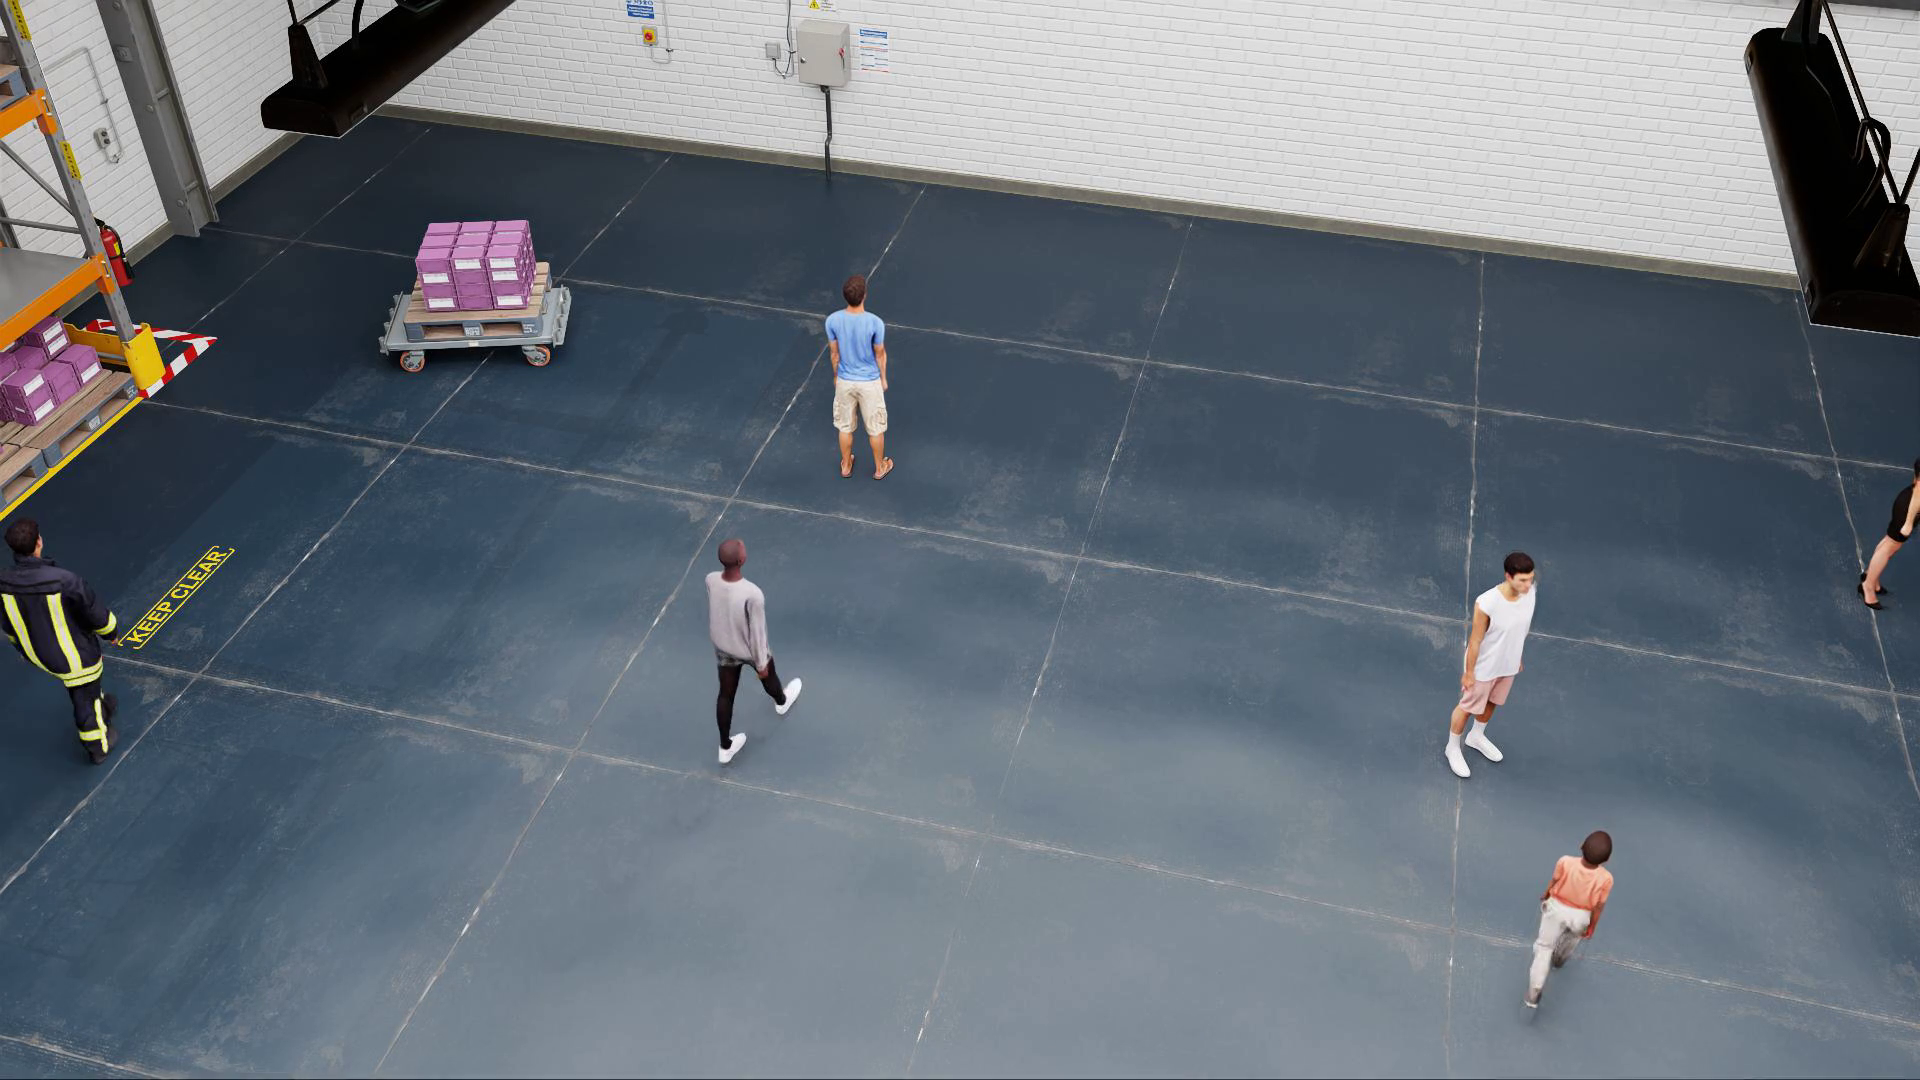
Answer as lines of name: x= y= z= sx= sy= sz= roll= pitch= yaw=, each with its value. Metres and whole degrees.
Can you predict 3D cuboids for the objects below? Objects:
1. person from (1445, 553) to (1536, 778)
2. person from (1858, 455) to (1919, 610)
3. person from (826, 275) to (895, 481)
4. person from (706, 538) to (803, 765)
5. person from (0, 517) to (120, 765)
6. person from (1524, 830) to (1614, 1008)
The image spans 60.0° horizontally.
person: x=3.518 y=0.782 z=10.994 sx=0.727 sy=1.789 sz=0.781 roll=-19 pitch=42 yaw=-22
person: x=7.051 y=-0.219 z=12.361 sx=0.696 sy=1.647 sz=0.553 roll=25 pitch=45 yaw=28
person: x=-0.822 y=-1.312 z=13.556 sx=0.668 sy=1.864 sz=0.597 roll=5 pitch=39 yaw=6
person: x=-1.519 y=0.772 z=11.048 sx=0.808 sy=1.737 sz=1.133 roll=18 pitch=42 yaw=21
person: x=-5.949 y=0.737 z=10.954 sx=0.915 sy=1.909 sz=0.951 roll=1 pitch=39 yaw=1
person: x=3.510 y=2.185 z=9.629 sx=0.584 sy=1.300 sz=0.919 roll=16 pitch=41 yaw=19
